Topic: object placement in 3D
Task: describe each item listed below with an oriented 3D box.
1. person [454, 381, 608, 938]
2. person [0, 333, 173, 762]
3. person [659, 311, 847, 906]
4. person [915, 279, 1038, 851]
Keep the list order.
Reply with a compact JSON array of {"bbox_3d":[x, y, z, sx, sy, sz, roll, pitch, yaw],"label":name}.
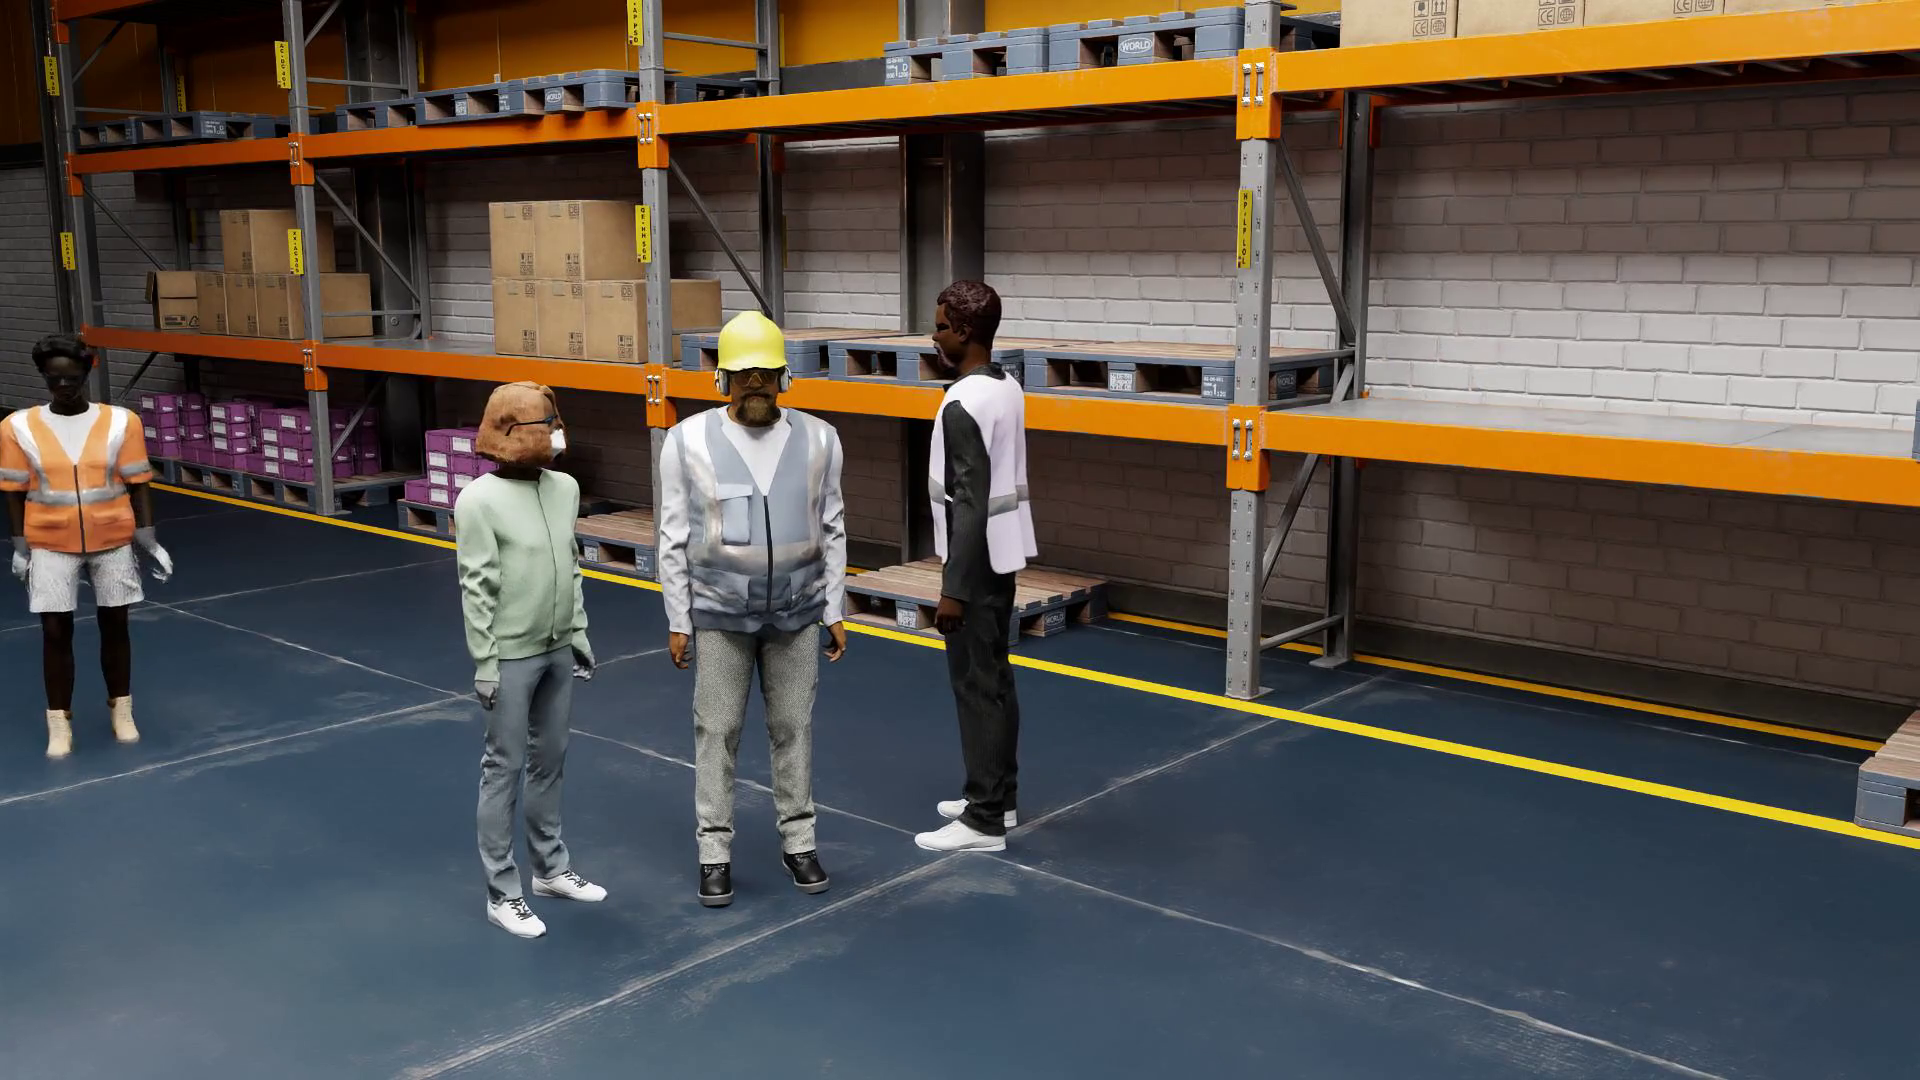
[{"bbox_3d":[-1.279,0.344,4.974,0.280,1.636,0.500,5,11,25],"label":"person"},{"bbox_3d":[-3.476,0.028,6.638,0.588,1.682,0.494,-6,11,-29],"label":"person"},{"bbox_3d":[-0.629,0.212,5.165,0.591,1.833,0.403,-3,11,-19],"label":"person"},{"bbox_3d":[0.062,0.092,5.606,0.380,1.918,0.596,2,10,13],"label":"person"}]
